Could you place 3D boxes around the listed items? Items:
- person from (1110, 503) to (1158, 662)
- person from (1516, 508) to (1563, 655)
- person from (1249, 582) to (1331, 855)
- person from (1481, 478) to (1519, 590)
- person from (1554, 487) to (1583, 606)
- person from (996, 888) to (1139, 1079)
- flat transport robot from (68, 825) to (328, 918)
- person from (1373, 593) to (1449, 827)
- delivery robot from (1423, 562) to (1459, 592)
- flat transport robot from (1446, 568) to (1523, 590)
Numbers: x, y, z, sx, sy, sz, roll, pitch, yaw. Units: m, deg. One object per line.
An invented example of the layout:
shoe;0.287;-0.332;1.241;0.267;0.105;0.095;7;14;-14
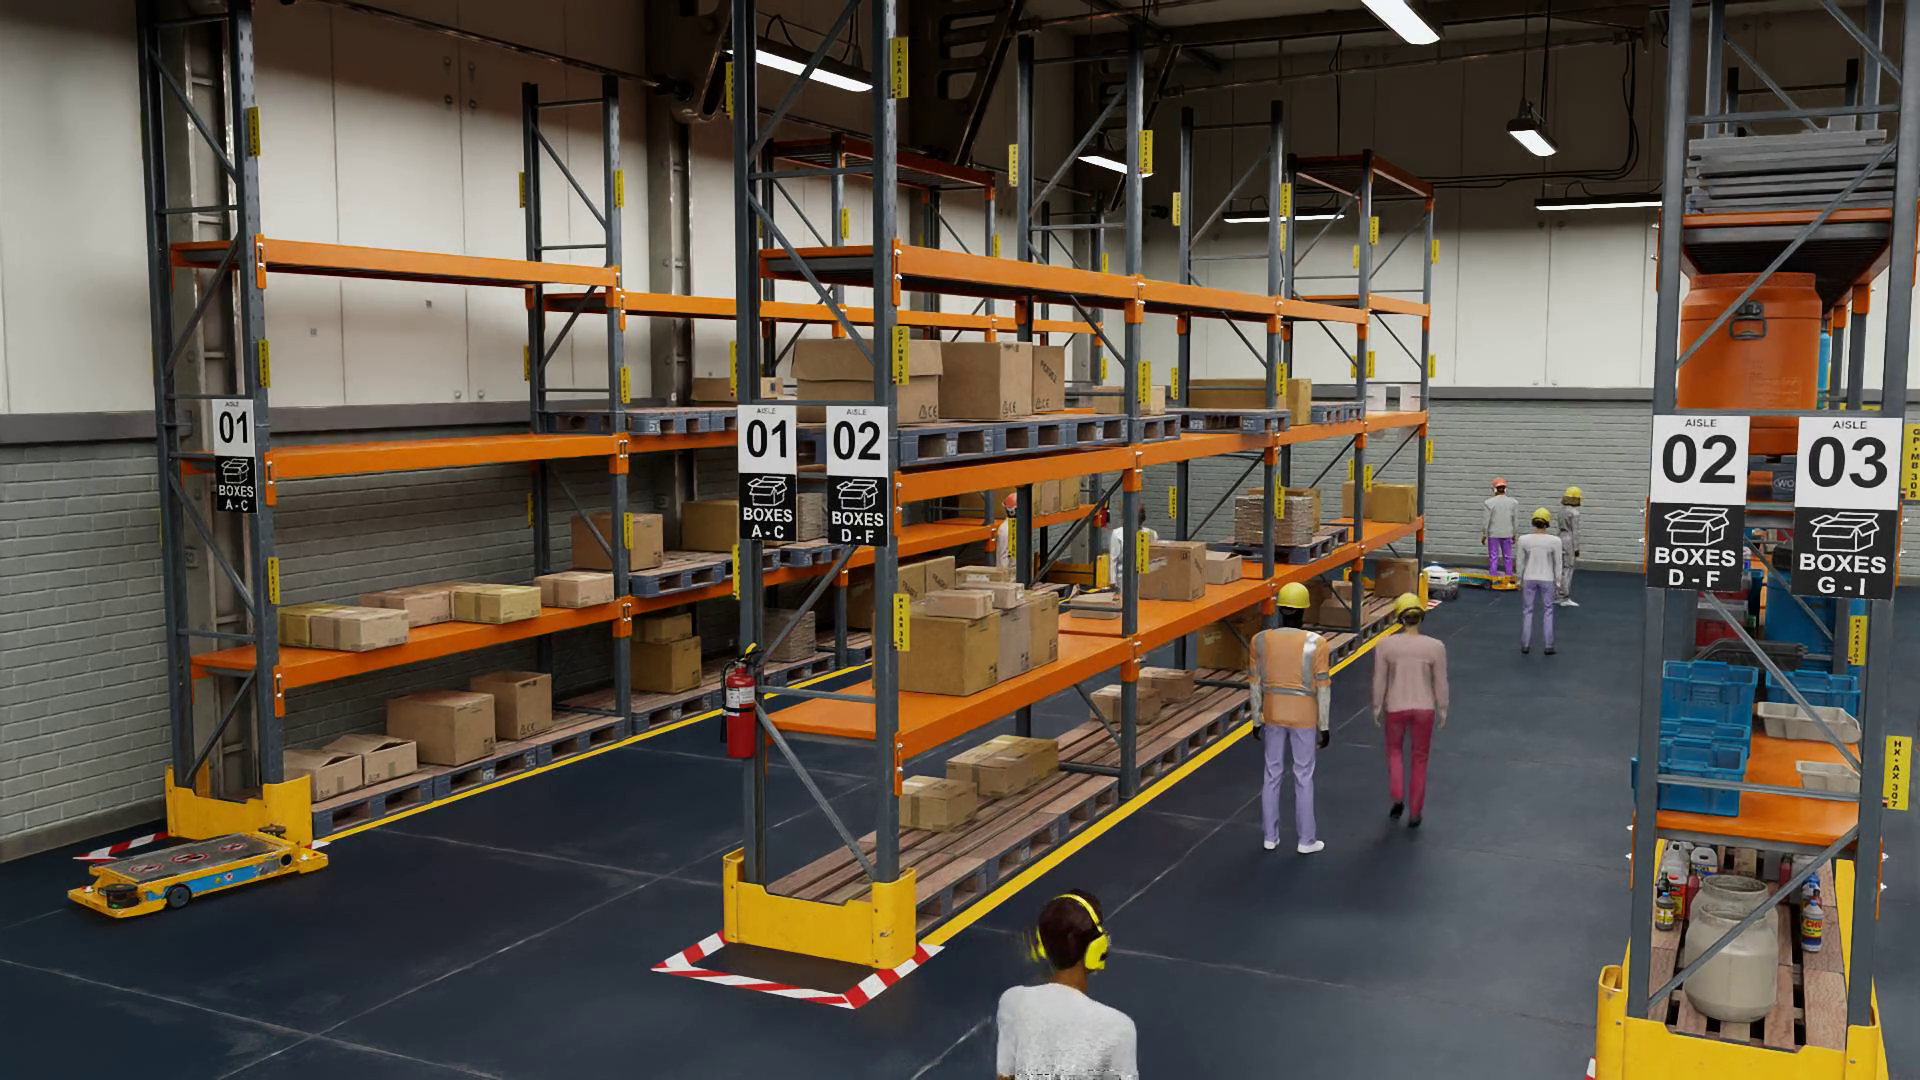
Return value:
person;2.055;0.478;19.696;0.579;1.861;0.817;0;6;1
person;6.964;0.495;20.003;0.533;1.767;0.326;3;6;25
person;2.340;1.259;11.784;0.585;1.929;0.370;3;7;28
person;8.379;-0.096;25.847;0.562;1.743;0.337;0;6;-3
person;8.832;0.089;24.124;0.346;1.735;0.485;-1;6;-9
person;0.356;1.994;5.193;0.513;1.818;0.993;6;8;44
flat transport robot;-4.994;2.165;10.953;0.652;0.197;1.431;5;7;37
person;3.396;1.269;12.532;0.557;1.741;0.450;2;6;15
delivery robot;7.040;0.564;24.704;0.477;0.478;0.707;-5;8;-42
flat transport robot;8.192;0.601;26.156;0.652;0.197;1.431;-5;8;-39
